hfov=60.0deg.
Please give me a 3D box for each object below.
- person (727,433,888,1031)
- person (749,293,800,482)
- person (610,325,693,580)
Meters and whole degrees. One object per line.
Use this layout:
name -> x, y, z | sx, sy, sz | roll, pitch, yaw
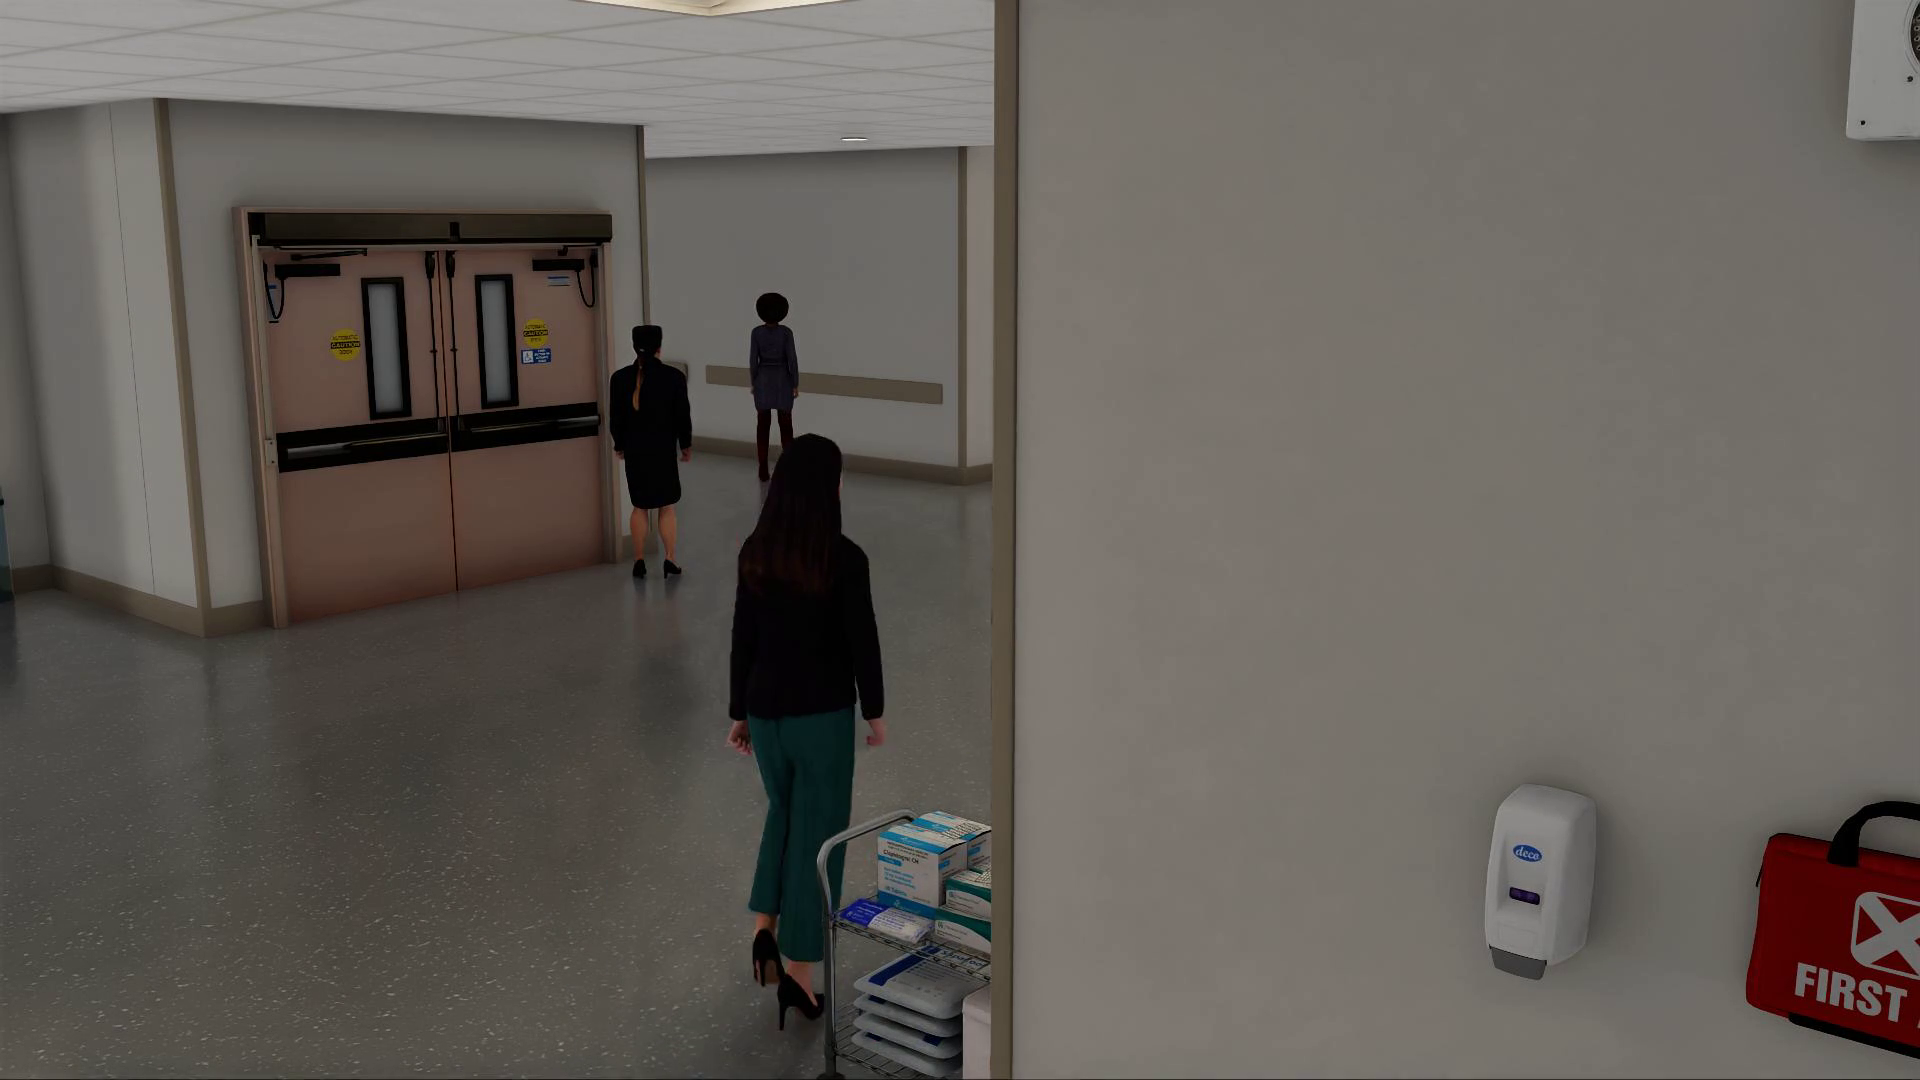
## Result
person -> -0.483, 0.580, 4.730 | 0.677, 1.724, 0.744 | 6, 12, 27
person -> -1.702, -1.395, 15.178 | 0.671, 1.710, 0.692 | 1, 11, 5
person -> -2.040, -0.576, 10.967 | 0.801, 1.671, 0.846 | 0, 11, -1
